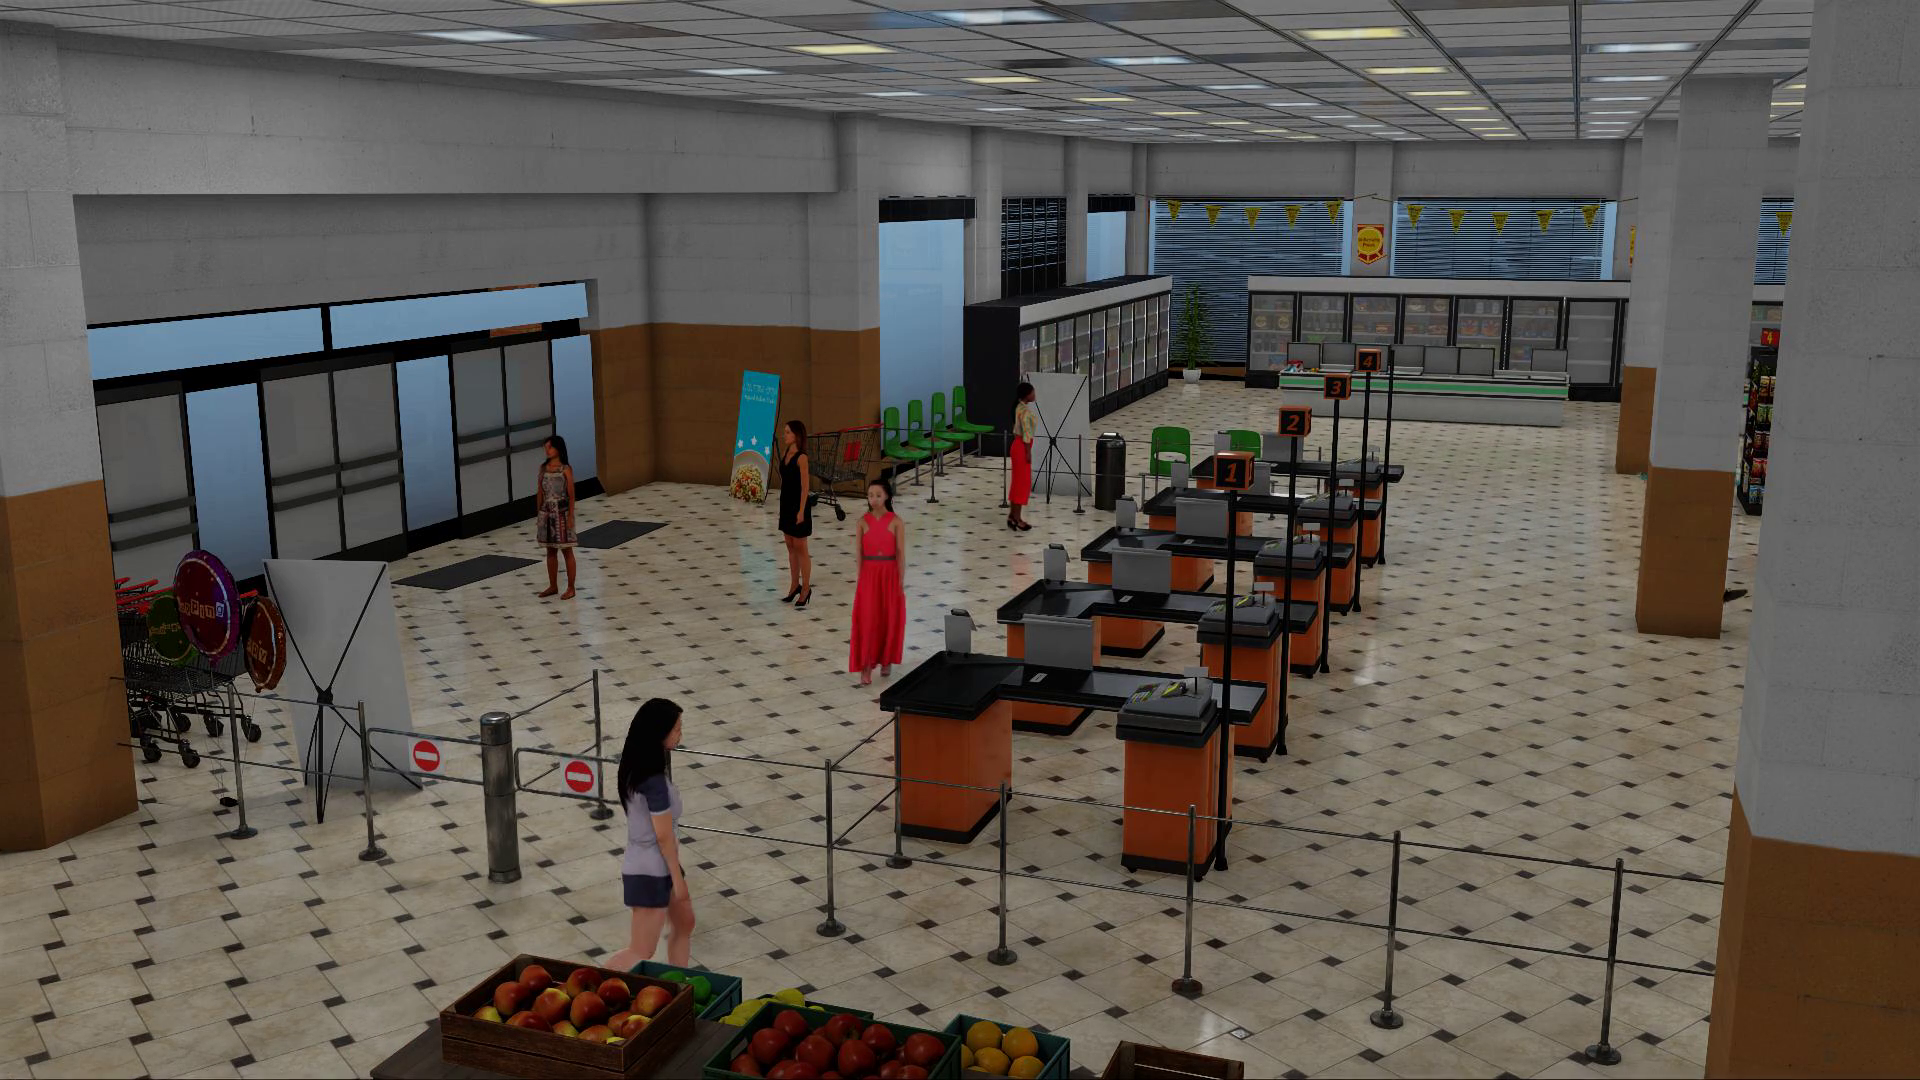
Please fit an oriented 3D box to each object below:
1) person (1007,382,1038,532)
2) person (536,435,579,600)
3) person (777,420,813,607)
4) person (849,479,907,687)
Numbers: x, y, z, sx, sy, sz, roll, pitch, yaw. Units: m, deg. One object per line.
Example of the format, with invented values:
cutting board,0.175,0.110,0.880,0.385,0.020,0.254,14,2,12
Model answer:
person,0.733,-1.011,20.000,0.708,1.791,0.679,-3,12,-14
person,-4.038,-0.239,16.688,0.476,1.645,0.719,5,13,23
person,-1.617,-0.266,16.357,0.723,1.835,0.627,-9,15,-36
person,-0.635,0.340,13.811,1.022,1.698,0.839,1,12,4
